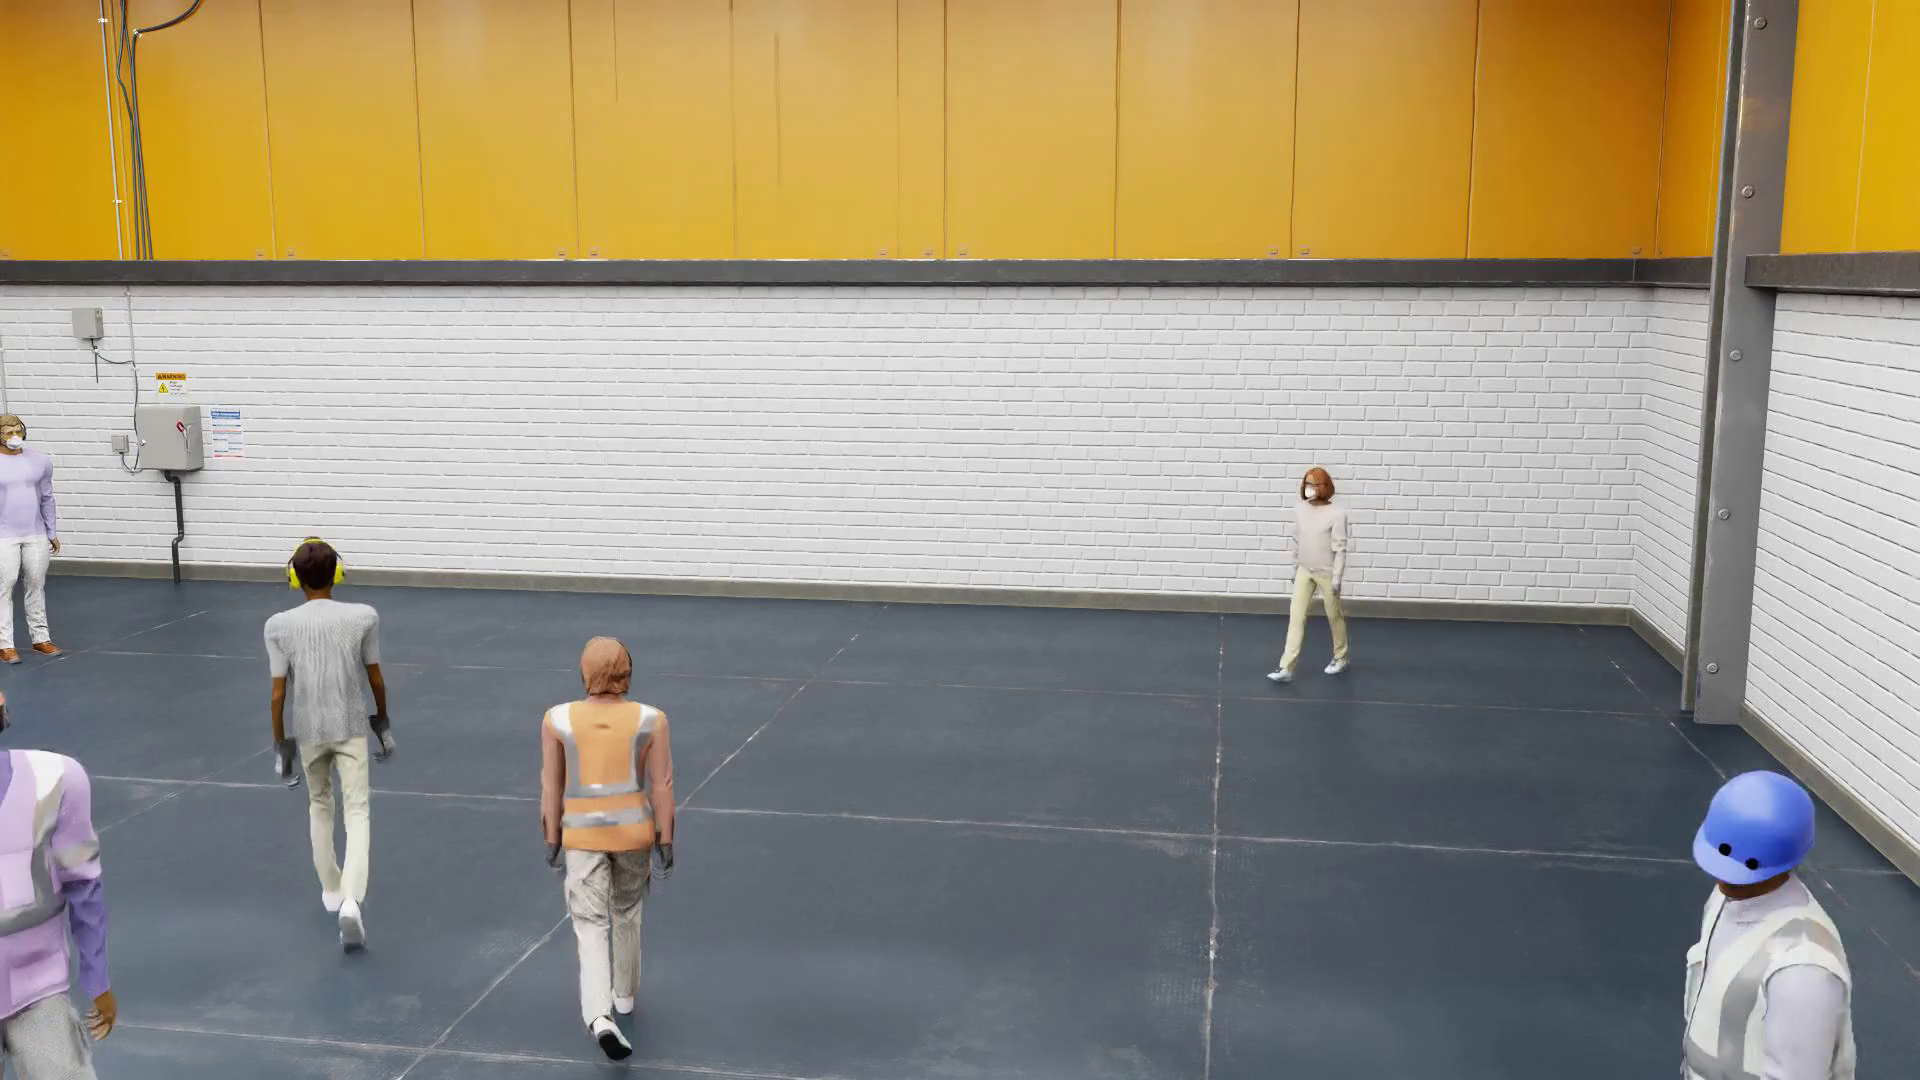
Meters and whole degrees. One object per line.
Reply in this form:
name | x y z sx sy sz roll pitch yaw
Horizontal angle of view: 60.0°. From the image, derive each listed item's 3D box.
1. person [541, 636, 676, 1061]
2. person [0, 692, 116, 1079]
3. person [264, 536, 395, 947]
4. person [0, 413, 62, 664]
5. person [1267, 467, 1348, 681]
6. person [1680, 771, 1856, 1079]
person | -1.364 1.195 6.483 0.526 1.596 0.768 -2 10 -14
person | -2.752 1.267 4.710 0.624 2.033 0.554 -6 11 -33
person | -2.867 0.899 7.587 0.517 1.838 0.876 -2 10 -15
person | -7.326 -0.020 12.934 0.372 1.940 0.629 6 11 34
person | 2.636 0.251 12.331 0.847 1.582 0.515 -9 13 -43
person | 1.951 1.441 4.060 0.494 1.896 0.723 2 9 13
